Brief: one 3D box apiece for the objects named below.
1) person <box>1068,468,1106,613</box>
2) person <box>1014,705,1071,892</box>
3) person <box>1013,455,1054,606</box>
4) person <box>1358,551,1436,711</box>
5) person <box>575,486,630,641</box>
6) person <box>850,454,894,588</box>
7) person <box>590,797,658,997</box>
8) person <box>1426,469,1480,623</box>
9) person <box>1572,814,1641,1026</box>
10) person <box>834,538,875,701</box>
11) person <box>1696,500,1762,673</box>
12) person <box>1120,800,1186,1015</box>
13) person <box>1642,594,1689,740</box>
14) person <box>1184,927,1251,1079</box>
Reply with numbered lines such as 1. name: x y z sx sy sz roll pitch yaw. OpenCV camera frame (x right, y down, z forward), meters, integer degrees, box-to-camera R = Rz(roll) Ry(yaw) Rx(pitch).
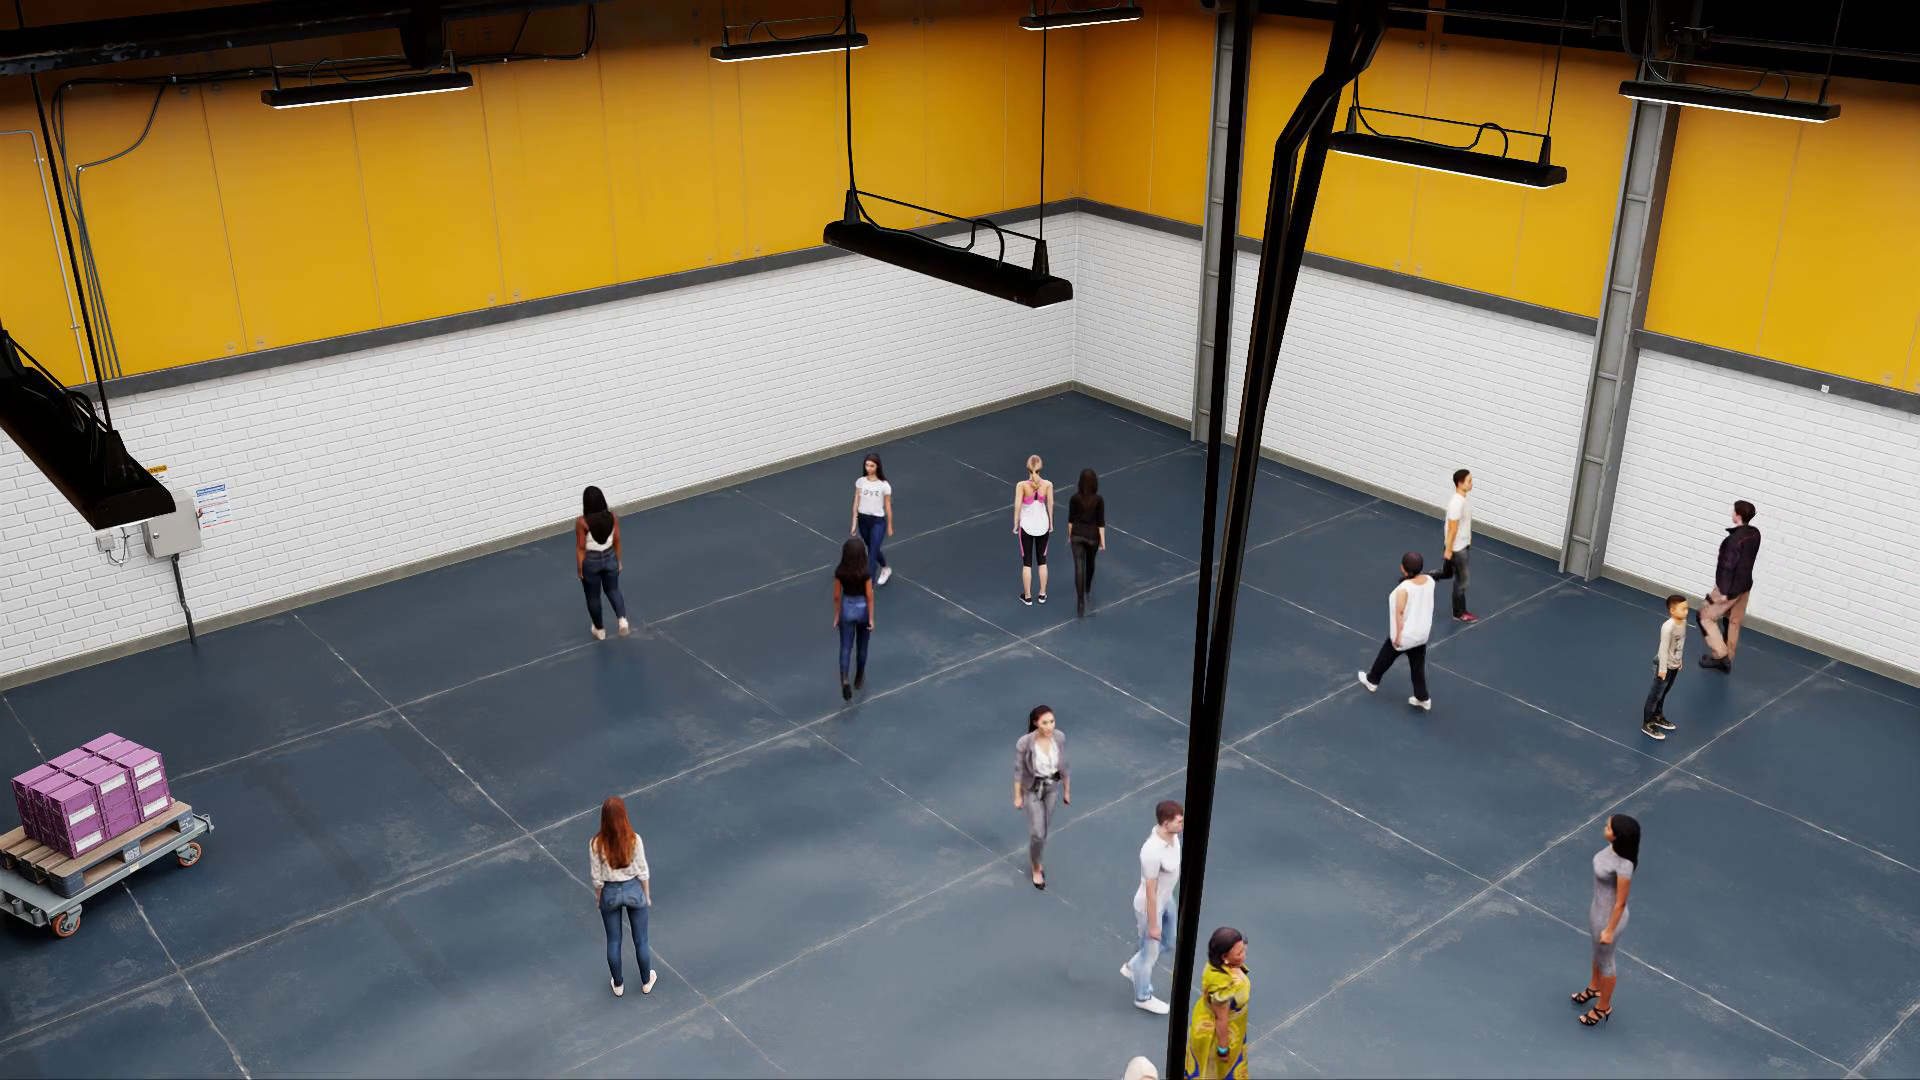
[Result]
1. person: 1.416 0.032 18.849 1.014 1.599 1.122 1 24 3
2. person: 0.640 2.100 14.037 0.703 1.665 0.726 -11 26 -23
3. person: 0.841 -0.121 18.966 0.692 1.785 0.691 -5 24 -11
4. person: 4.550 0.938 16.720 0.771 1.645 1.123 -13 27 -28
5. person: -3.863 0.298 17.999 0.703 1.793 0.912 -14 27 -30
6. person: -0.973 -0.155 19.171 1.149 1.683 0.967 11 26 24
7. person: -2.556 2.692 12.602 0.654 1.728 0.674 -3 24 -7
8. person: 5.454 0.046 18.592 1.182 1.780 0.948 10 26 22
9. person: 4.806 2.794 12.304 0.703 1.780 0.662 4 24 10
10. person: -1.079 0.828 16.878 0.978 1.720 1.037 2 24 4
11. person: 8.126 0.521 17.335 0.745 1.916 0.704 -14 27 -29
12. person: 1.362 2.712 12.421 0.830 1.837 0.792 12 26 25
13. person: 6.935 1.211 16.319 0.559 1.465 0.522 -21 31 -40
14. person: 1.749 3.320 11.251 1.051 1.660 1.000 3 24 7
